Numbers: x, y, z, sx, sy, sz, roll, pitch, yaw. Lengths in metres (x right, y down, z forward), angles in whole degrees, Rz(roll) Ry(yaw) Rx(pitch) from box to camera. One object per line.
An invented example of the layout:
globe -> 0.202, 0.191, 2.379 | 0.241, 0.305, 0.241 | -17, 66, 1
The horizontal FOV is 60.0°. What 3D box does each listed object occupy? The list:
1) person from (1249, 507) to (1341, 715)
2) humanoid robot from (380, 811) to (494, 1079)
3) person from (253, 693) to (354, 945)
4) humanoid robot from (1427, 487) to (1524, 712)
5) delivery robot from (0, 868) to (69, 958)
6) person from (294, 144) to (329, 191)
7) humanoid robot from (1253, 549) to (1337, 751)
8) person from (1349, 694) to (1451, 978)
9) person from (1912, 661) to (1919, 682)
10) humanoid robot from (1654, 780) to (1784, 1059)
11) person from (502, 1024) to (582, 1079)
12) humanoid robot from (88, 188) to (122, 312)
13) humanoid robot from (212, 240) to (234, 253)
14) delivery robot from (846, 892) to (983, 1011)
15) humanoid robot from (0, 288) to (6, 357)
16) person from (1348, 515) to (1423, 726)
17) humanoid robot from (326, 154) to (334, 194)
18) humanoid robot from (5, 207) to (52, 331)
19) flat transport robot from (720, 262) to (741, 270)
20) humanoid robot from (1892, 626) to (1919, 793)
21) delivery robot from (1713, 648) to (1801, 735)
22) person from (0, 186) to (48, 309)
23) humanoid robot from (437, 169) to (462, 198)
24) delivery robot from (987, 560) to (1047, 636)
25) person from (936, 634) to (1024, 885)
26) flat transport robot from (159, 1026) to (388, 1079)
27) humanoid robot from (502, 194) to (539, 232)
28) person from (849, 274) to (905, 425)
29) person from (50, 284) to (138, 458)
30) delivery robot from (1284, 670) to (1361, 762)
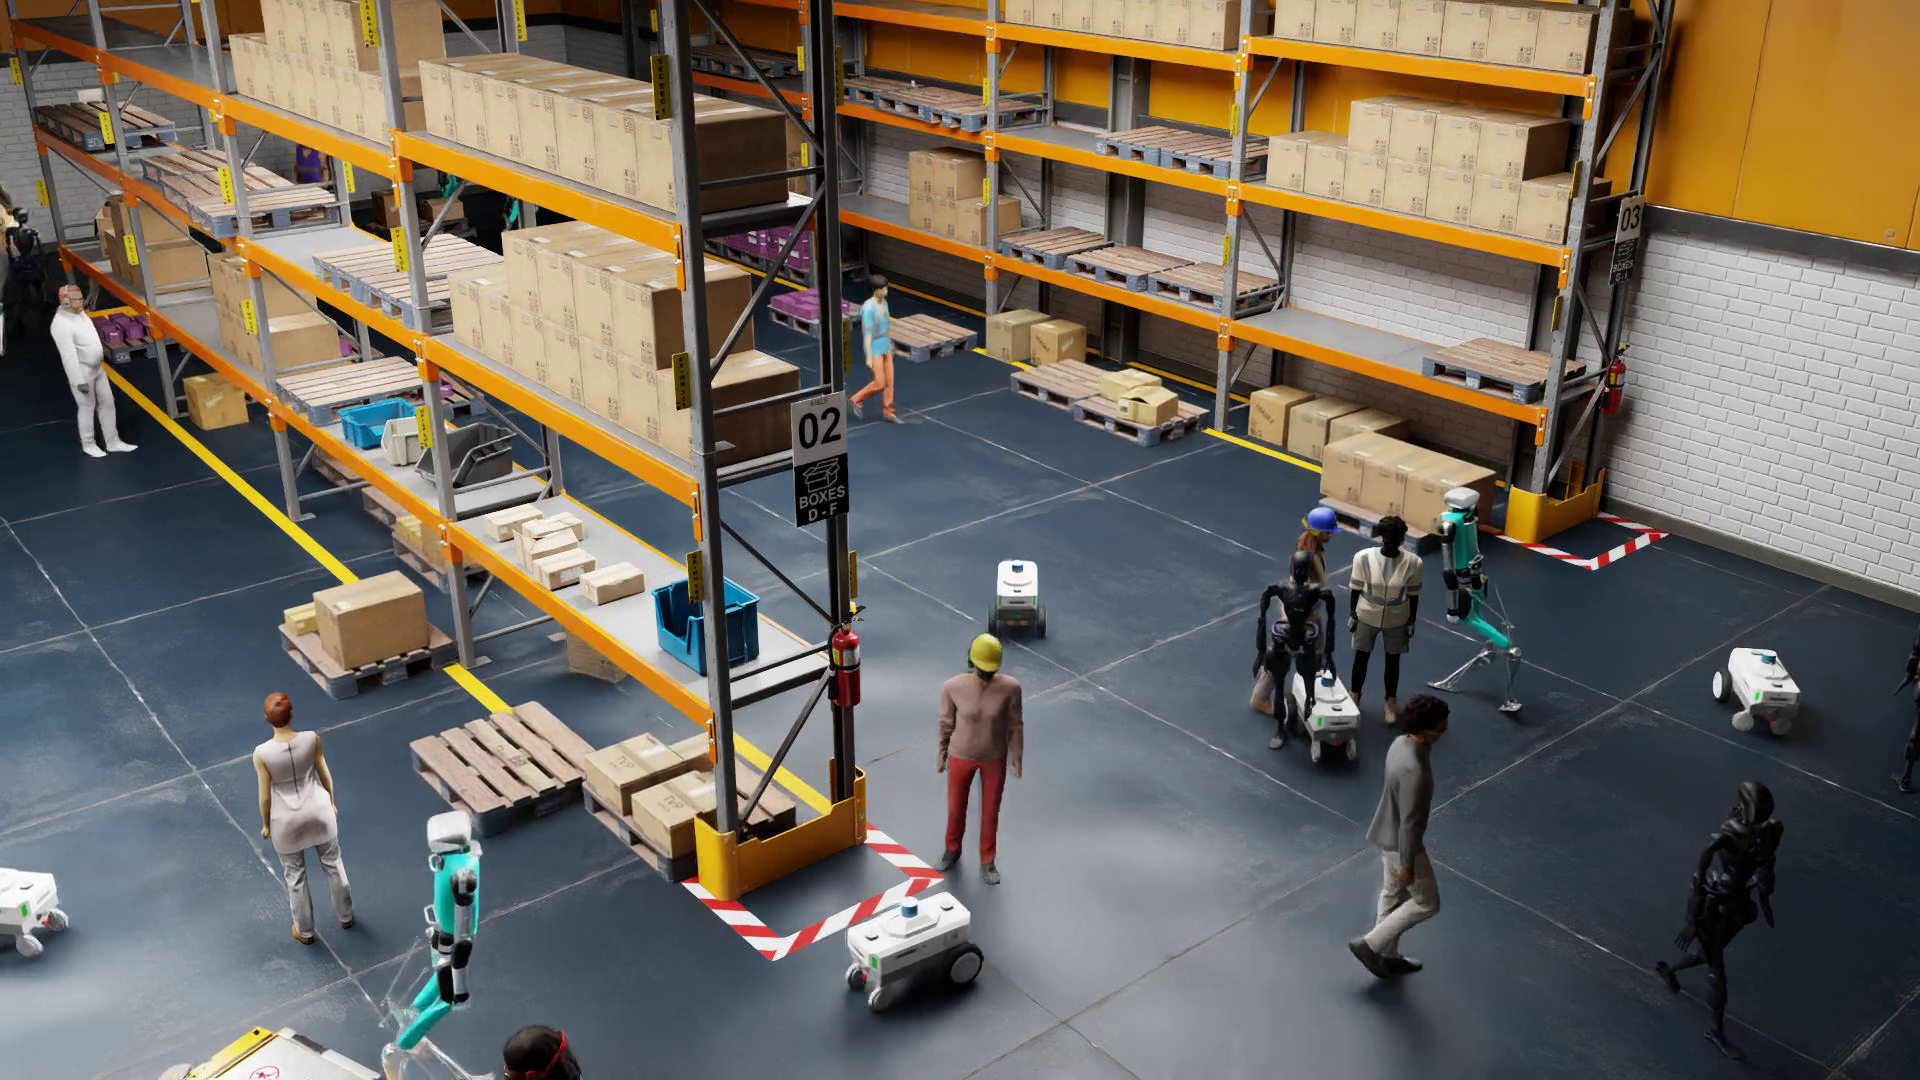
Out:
person -> 2.611, 0.561, 12.510 | 0.814, 1.733, 0.502 | 10, 25, 21
humanoid robot -> -2.837, 2.290, 8.573 | 0.886, 1.840, 0.551 | -10, 25, -22
person -> -3.981, 1.671, 10.019 | 0.451, 1.657, 0.291 | -16, 28, -32
humanoid robot -> 4.081, 0.520, 12.638 | 0.996, 1.755, 0.549 | 17, 29, 35
delivery robot -> -5.897, 2.214, 10.131 | 0.759, 0.575, 0.499 | 3, 24, 6
person -> -10.486, -5.764, 26.921 | 0.600, 1.907, 0.637 | 6, 24, 13
humanoid robot -> 2.435, 0.794, 12.031 | 0.603, 1.634, 0.384 | 4, 24, 9
person -> 2.580, 1.722, 9.613 | 0.460, 1.884, 0.552 | 1, 23, 2
person -> 7.814, 0.261, 12.953 | 0.547, 1.927, 0.389 | 14, 27, 29
humanoid robot -> 4.244, 2.012, 9.292 | 0.616, 1.645, 0.768 | -8, 25, -19
person -> -1.624, 2.835, 7.137 | 0.909, 1.827, 0.557 | -7, 24, -17
humanoid robot -> -11.723, -3.867, 22.766 | 0.555, 1.778, 0.951 | 19, 30, 37
humanoid robot -> -10.626, -4.448, 24.168 | 0.401, 1.643, 0.584 | 3, 24, 6
delivery robot -> -0.278, 2.378, 9.796 | 0.812, 0.609, 0.499 | -15, 27, -30
humanoid robot -> -12.268, -3.047, 20.847 | 0.552, 1.746, 0.937 | -8, 25, -18
person -> 3.170, 0.591, 12.481 | 0.531, 1.693, 0.319 | 5, 24, 12
humanoid robot -> -10.223, -5.690, 27.045 | 0.587, 1.646, 0.379 | 11, 26, 24
humanoid robot -> -12.520, -3.622, 22.272 | 0.592, 1.634, 0.560 | 4, 24, 8
flat transport robot -> -3.524, -2.782, 22.086 | 1.431, 0.231, 0.659 | 13, 26, 27
humanoid robot -> 6.862, 1.002, 11.547 | 0.608, 1.653, 0.305 | 9, 25, 19
delivery robot -> 6.108, 1.111, 12.696 | 0.521, 0.583, 0.752 | 3, 24, 7
person -> -13.386, -4.082, 23.132 | 0.999, 1.817, 0.558 | -8, 25, -18
humanoid robot -> -8.600, -5.963, 27.750 | 0.774, 1.898, 0.545 | 15, 28, 32
delivery robot -> 0.489, 0.462, 14.198 | 0.499, 0.584, 0.783 | 1, 23, 2
person -> 0.116, 1.372, 10.604 | 0.580, 1.750, 0.415 | -1, 23, -3
flat transport robot -> -3.493, 2.981, 8.741 | 1.431, 0.231, 0.659 | 13, 27, 28
humanoid robot -> -6.878, -5.211, 25.845 | 0.581, 1.716, 0.945 | 3, 23, 6
person -> -0.933, -2.135, 18.708 | 0.552, 1.747, 0.524 | 11, 26, 25
person -> -9.288, -1.800, 17.770 | 0.533, 1.889, 0.679 | -1, 23, -2
delivery robot -> 2.712, 1.256, 12.356 | 0.499, 0.581, 0.778 | -2, 23, -4
